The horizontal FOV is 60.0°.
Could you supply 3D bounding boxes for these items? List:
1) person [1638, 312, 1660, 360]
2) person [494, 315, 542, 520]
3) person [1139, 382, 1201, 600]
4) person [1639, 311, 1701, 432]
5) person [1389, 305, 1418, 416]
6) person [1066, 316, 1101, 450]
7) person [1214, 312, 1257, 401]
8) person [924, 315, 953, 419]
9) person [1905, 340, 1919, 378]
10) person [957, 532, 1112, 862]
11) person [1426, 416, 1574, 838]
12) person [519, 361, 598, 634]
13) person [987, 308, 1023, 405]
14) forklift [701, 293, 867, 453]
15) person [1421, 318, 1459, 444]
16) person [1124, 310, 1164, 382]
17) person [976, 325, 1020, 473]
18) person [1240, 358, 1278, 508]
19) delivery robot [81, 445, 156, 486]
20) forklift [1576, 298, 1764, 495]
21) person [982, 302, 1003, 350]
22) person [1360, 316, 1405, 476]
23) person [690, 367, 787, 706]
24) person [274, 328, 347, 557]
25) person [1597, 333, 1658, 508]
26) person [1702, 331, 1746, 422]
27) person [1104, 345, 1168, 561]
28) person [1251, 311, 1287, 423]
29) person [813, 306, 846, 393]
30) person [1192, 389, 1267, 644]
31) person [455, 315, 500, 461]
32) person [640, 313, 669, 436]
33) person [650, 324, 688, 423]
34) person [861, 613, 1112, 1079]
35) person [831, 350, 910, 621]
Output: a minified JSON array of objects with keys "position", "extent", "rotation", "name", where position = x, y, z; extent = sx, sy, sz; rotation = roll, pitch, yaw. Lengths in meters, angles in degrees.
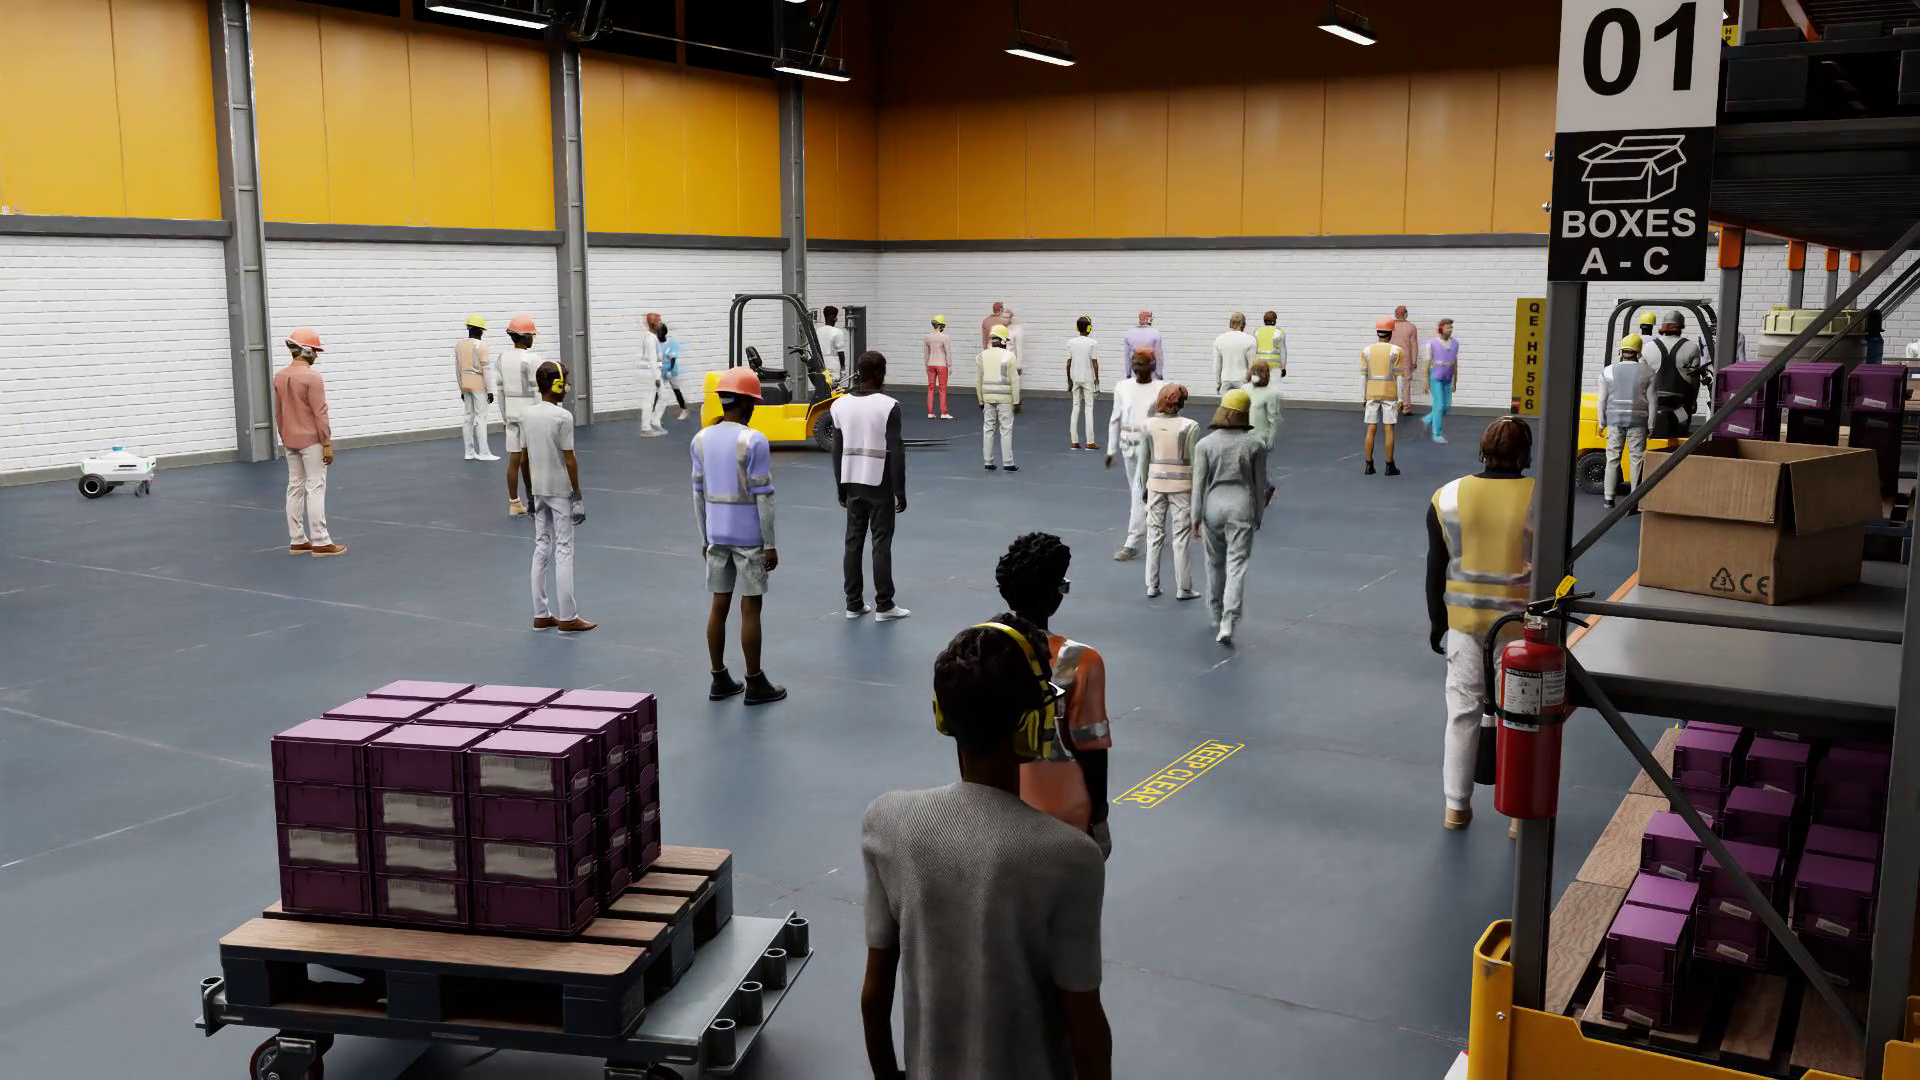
[{"position":[9.401,-2.163,22.872],"extent":[0.586,1.928,0.369],"rotation":[5,11,31],"name":"person"},{"position":[-4.356,-1.226,16.663],"extent":[0.605,2.045,0.377],"rotation":[5,11,31],"name":"person"},{"position":[1.587,-0.363,12.533],"extent":[0.514,1.642,0.310],"rotation":[5,11,31],"name":"person"},{"position":[8.344,-1.688,19.557],"extent":[0.675,2.000,0.536],"rotation":[5,11,31],"name":"person"},{"position":[7.598,-3.091,28.727],"extent":[0.639,1.910,0.407],"rotation":[5,11,31],"name":"person"},{"position":[1.723,-2.188,23.207],"extent":[0.520,1.873,0.328],"rotation":[5,11,31],"name":"person"},{"position":[3.752,-2.125,22.622],"extent":[0.627,1.934,0.371],"rotation":[5,11,31],"name":"person"},{"position":[-0.363,-2.915,28.097],"extent":[0.524,1.760,0.327],"rotation":[5,11,31],"name":"person"},{"position":[12.609,-1.975,21.699],"extent":[0.543,1.928,0.373],"rotation":[5,11,31],"name":"person"},{"position":[0.218,0.819,4.975],"extent":[0.532,1.697,0.320],"rotation":[5,11,31],"name":"person"},{"position":[2.354,0.379,7.273],"extent":[0.621,1.845,0.429],"rotation":[5,11,31],"name":"person"},{"position":[-2.778,-0.291,11.393],"extent":[0.520,1.865,0.328],"rotation":[5,11,31],"name":"person"},{"position":[0.805,-3.066,28.708],"extent":[0.643,1.867,0.923],"rotation":[8,12,39],"name":"person"},{"position":[-2.458,-2.344,23.176],"extent":[2.313,2.155,1.214],"rotation":[0,9,-2],"name":"forklift"},{"position":[6.949,-2.323,24.223],"extent":[0.566,1.826,0.639],"rotation":[-5,10,-26],"name":"person"},{"position":[2.842,-2.575,25.535],"extent":[0.639,1.902,0.407],"rotation":[5,11,31],"name":"person"},{"position":[0.486,-1.733,20.521],"extent":[0.589,1.822,0.403],"rotation":[5,11,31],"name":"person"},{"position":[3.024,-1.040,16.809],"extent":[0.521,1.613,0.523],"rotation":[-6,11,-33],"name":"person"},{"position":[-9.285,-0.803,18.364],"extent":[0.707,0.478,0.477],"rotation":[-2,9,-15],"name":"delivery robot"},{"position":[7.954,-1.589,18.462],"extent":[2.313,2.155,1.214],"rotation":[5,11,30],"name":"forklift"},{"position":[0.755,-3.703,32.544],"extent":[0.639,1.910,0.407],"rotation":[5,11,31],"name":"person"},{"position":[5.150,-1.752,20.273],"extent":[0.543,1.939,0.361],"rotation":[5,11,31],"name":"person"},{"position":[-1.260,-0.022,9.509],"extent":[0.543,1.928,0.373],"rotation":[5,11,31],"name":"person"},{"position":[-5.676,-0.846,14.476],"extent":[0.611,1.985,0.393],"rotation":[5,11,31],"name":"person"},{"position":[6.963,-1.232,17.352],"extent":[0.589,1.834,0.403],"rotation":[5,11,31],"name":"person"},{"position":[11.851,-2.590,25.829],"extent":[0.621,1.838,0.429],"rotation":[5,11,31],"name":"person"},{"position":[1.626,-0.779,14.515],"extent":[0.572,1.850,0.972],"rotation":[7,12,38],"name":"person"},{"position":[5.090,-2.842,27.378],"extent":[0.621,1.845,0.429],"rotation":[5,11,31],"name":"person"},{"position":[-2.030,-2.676,25.977],"extent":[0.603,1.959,0.379],"rotation":[5,11,31],"name":"person"},{"position":[1.811,-0.172,11.207],"extent":[0.494,1.690,0.909],"rotation":[2,9,13],"name":"person"},{"position":[-6.343,-1.988,21.816],"extent":[0.586,1.917,0.381],"rotation":[5,11,31],"name":"person"},{"position":[-4.588,-2.481,25.056],"extent":[0.564,1.859,0.603],"rotation":[-1,9,-8],"name":"person"},{"position":[-4.848,-2.765,27.532],"extent":[0.531,1.641,0.928],"rotation":[4,10,23],"name":"person"},{"position":[0.060,1.054,2.972],"extent":[0.520,1.873,0.328],"rotation":[5,11,31],"name":"person"},{"position":[-0.644,-0.380,11.791],"extent":[0.587,1.914,0.391],"rotation":[5,11,31],"name":"person"}]
